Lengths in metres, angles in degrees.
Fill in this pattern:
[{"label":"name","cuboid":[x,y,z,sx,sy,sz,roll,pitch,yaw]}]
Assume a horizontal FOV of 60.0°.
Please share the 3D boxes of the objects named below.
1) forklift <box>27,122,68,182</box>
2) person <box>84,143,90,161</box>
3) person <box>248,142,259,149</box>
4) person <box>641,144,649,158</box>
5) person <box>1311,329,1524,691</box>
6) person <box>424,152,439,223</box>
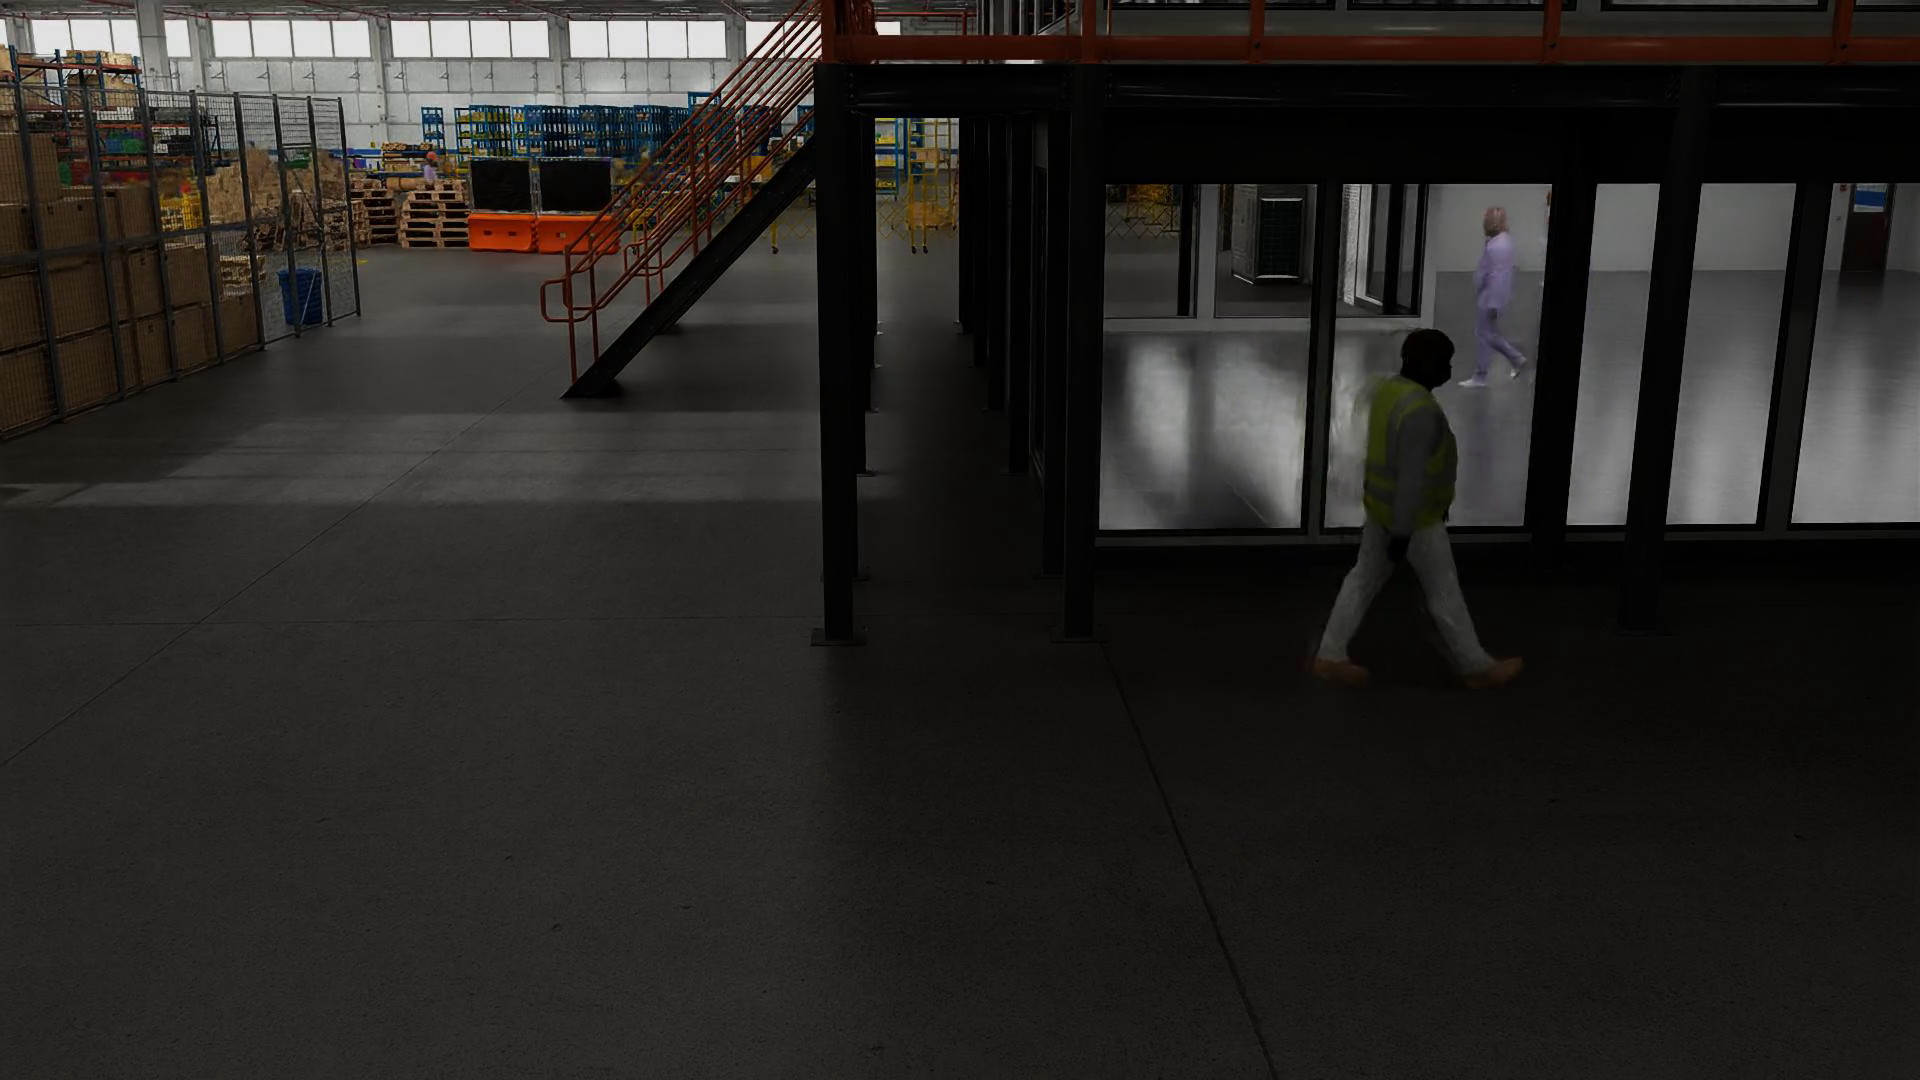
[{"label":"forklift","cuboid":[-35.376,-14.773,64.377,1.129,2.768,1.873,-1,14,-2]},{"label":"person","cuboid":[-39.813,-17.264,76.349,0.437,1.889,0.664,9,16,31]},{"label":"person","cuboid":[-35.603,-19.214,84.091,0.960,1.898,0.618,10,17,34]},{"label":"person","cuboid":[-14.466,-17.271,76.518,0.470,1.812,0.609,1,14,4]},{"label":"person","cuboid":[2.238,-0.141,8.129,1.008,1.782,0.626,-1,14,-5]},{"label":"person","cuboid":[-13.925,-9.214,43.897,0.526,2.022,0.640,0,14,1]}]
